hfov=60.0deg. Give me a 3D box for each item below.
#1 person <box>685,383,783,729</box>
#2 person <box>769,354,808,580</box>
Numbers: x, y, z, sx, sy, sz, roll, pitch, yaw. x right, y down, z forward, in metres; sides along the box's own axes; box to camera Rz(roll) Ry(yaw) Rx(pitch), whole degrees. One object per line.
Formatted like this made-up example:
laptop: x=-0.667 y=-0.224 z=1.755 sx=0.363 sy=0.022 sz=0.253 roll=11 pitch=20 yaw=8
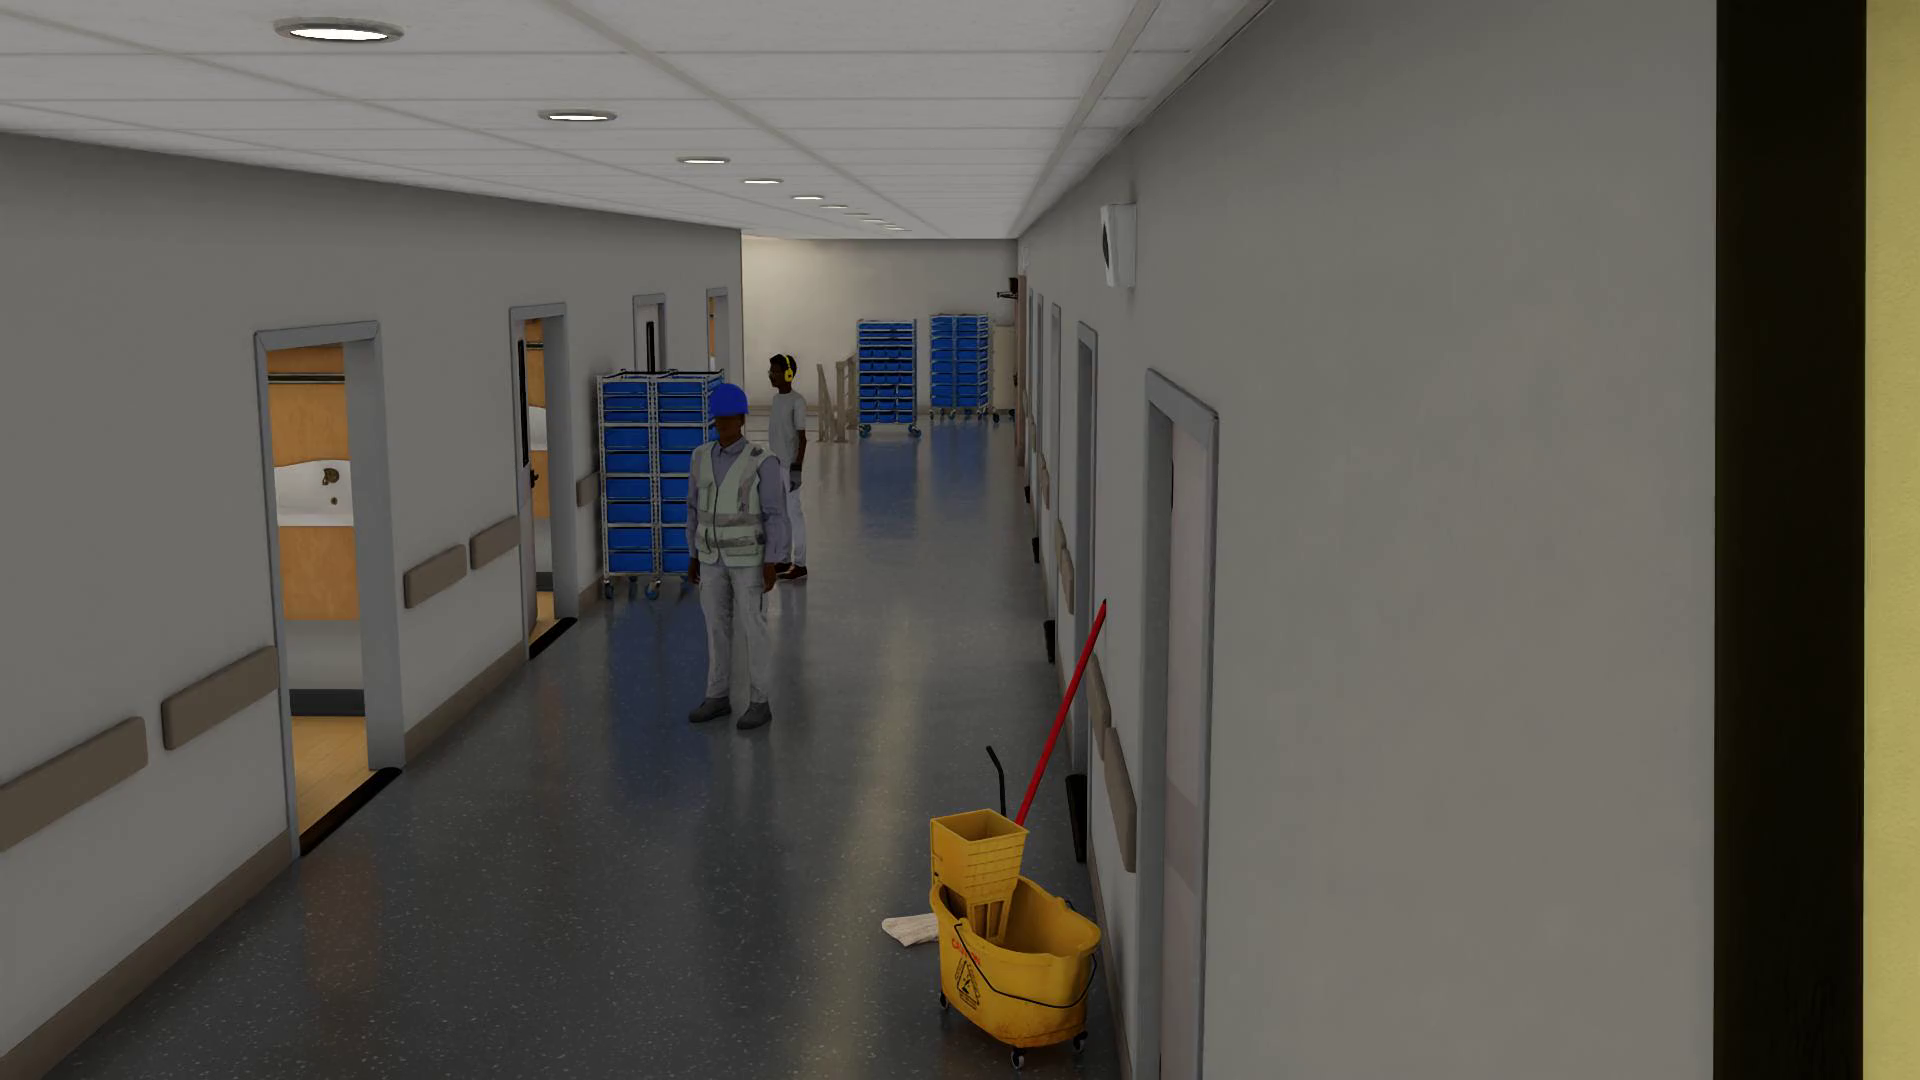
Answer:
person: x=-1.289 y=0.089 z=9.402 sx=0.615 sy=1.947 sz=0.389 roll=5 pitch=11 yaw=27
person: x=-1.460 y=-0.606 z=13.810 sx=0.328 sy=1.872 sz=0.509 roll=-7 pitch=12 yaw=-35
